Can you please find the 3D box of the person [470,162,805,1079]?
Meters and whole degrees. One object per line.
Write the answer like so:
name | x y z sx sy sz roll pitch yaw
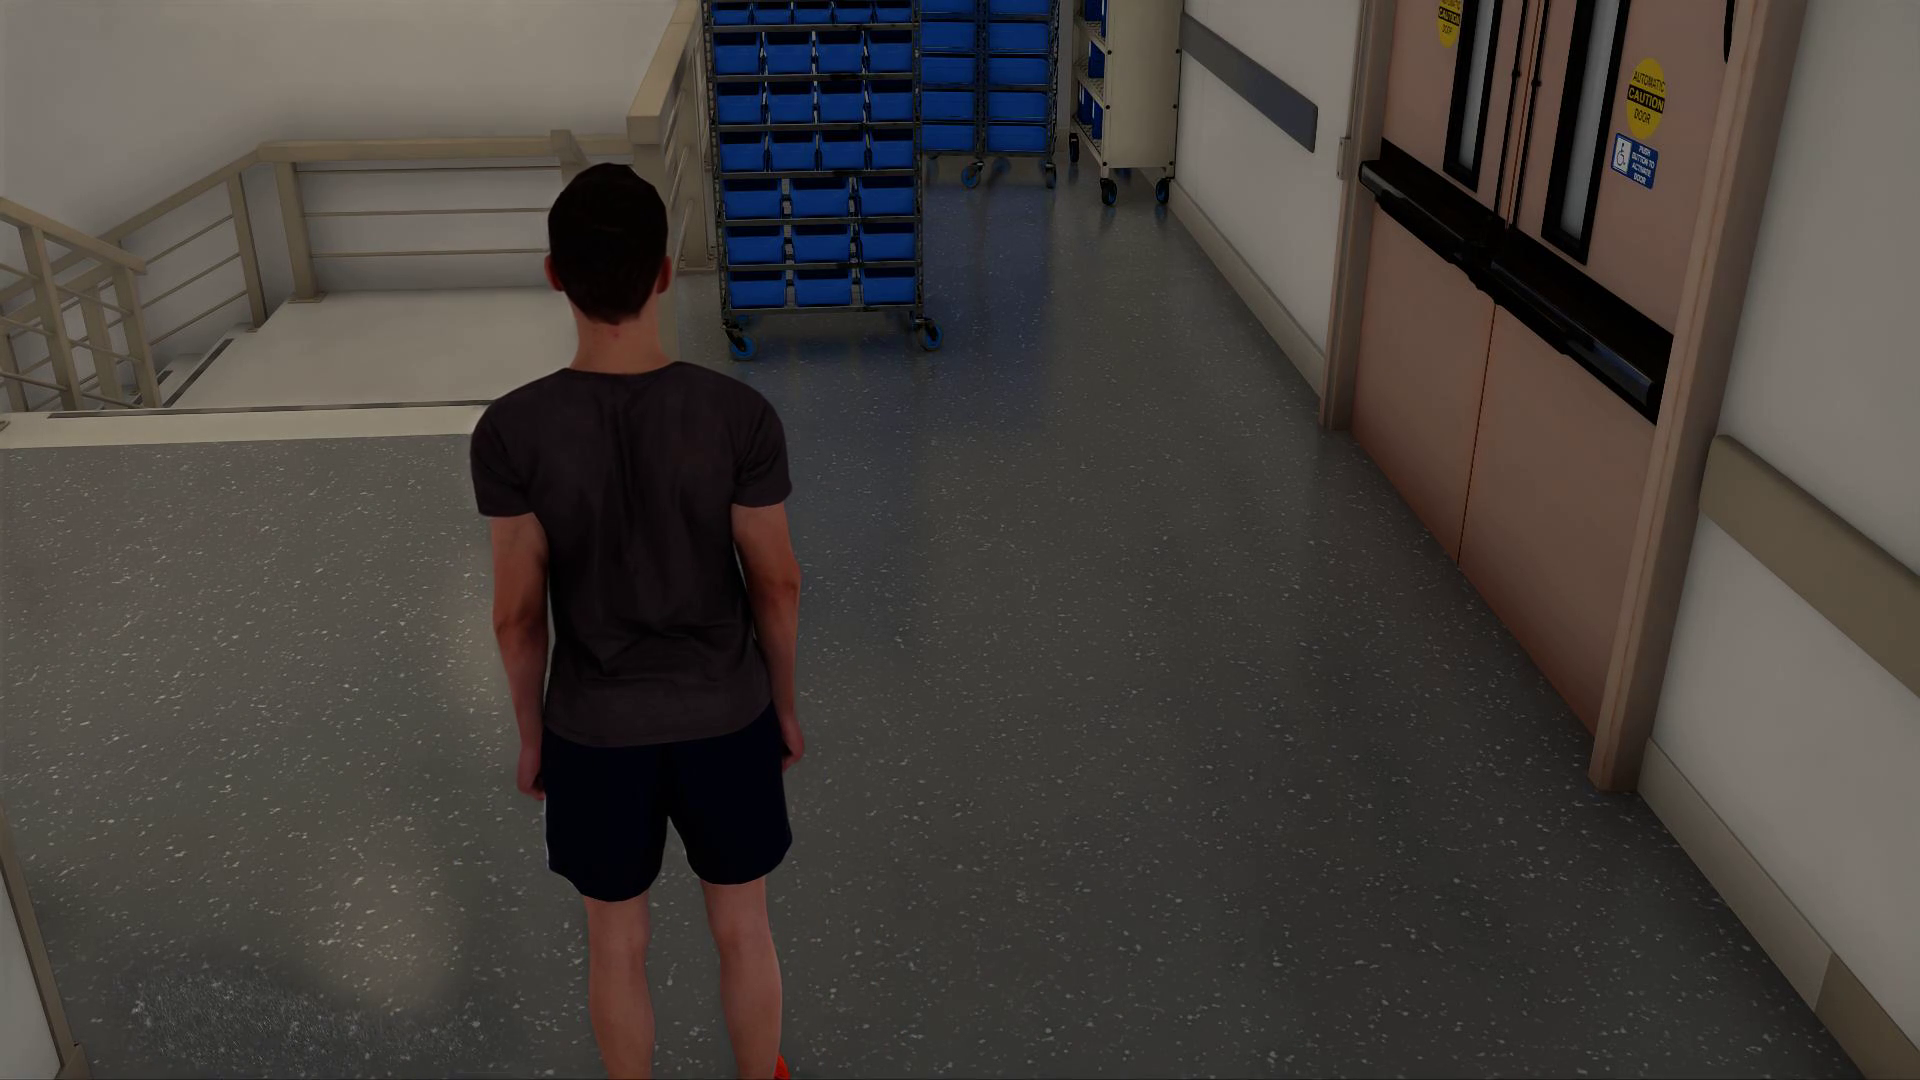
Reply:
person | -0.500 0.311 2.750 0.673 1.853 0.593 -6 26 -12
